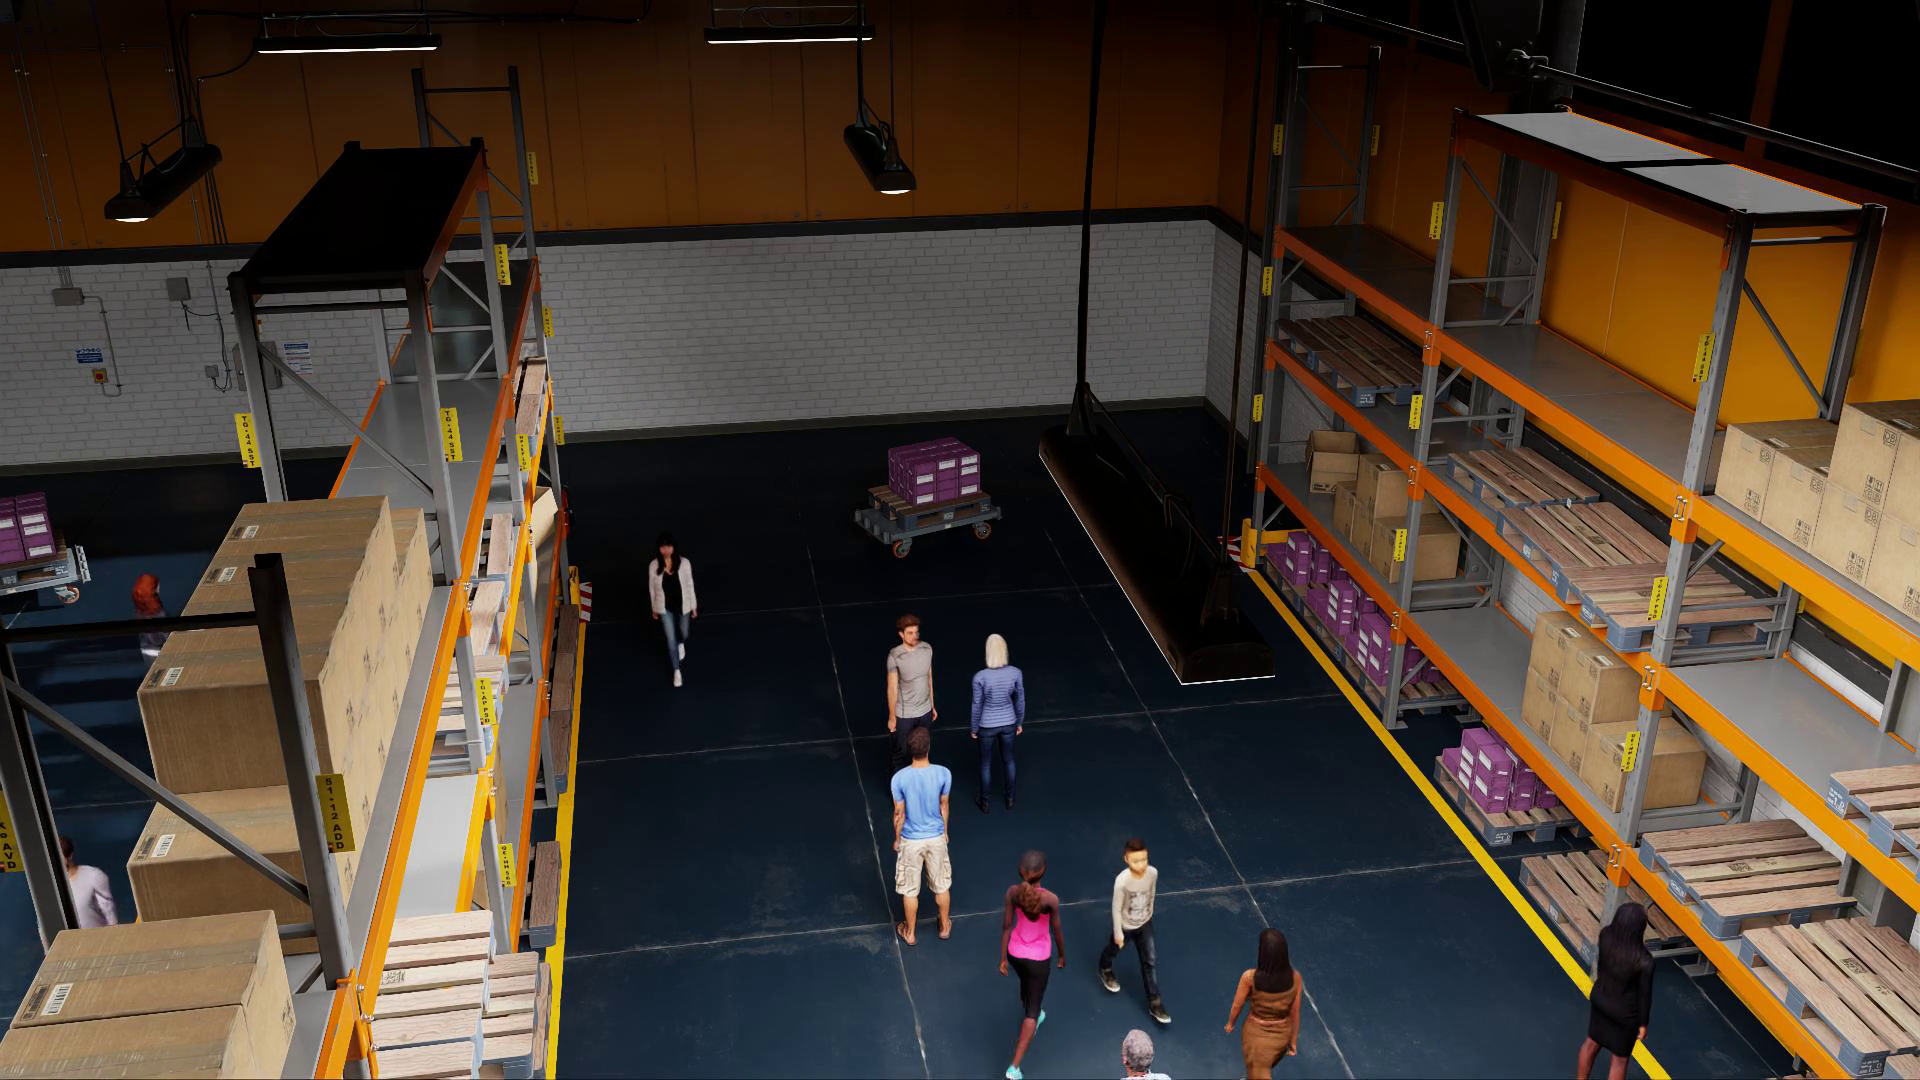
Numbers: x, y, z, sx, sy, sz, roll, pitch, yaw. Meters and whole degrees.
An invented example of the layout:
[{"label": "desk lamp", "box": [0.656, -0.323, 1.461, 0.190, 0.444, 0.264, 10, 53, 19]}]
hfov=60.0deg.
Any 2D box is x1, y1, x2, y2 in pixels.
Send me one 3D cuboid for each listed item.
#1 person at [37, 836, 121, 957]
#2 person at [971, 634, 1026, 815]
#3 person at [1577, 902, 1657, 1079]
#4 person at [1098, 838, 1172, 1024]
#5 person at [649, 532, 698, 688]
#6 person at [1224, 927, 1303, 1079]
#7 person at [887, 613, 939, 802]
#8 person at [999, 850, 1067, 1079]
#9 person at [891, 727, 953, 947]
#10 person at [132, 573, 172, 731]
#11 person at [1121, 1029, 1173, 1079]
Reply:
[{"label": "person", "box": [-6.212, 2.849, 11.885, 0.670, 1.832, 0.681, -4, 24, -9]}, {"label": "person", "box": [0.327, 1.625, 14.794, 0.662, 1.744, 0.552, -6, 24, -13]}, {"label": "person", "box": [4.431, 3.171, 11.283, 0.730, 1.724, 0.575, -11, 26, -24]}, {"label": "person", "box": [1.239, 2.834, 12.430, 0.753, 1.423, 1.066, -11, 26, -24]}, {"label": "person", "box": [-2.951, 0.656, 17.170, 0.642, 1.616, 0.980, -5, 24, -11]}, {"label": "person", "box": [2.036, 3.376, 10.932, 0.600, 1.630, 1.078, -3, 24, -8]}, {"label": "person", "box": [-0.436, 1.509, 14.873, 0.738, 1.894, 0.705, -15, 28, -31]}, {"label": "person", "box": [0.461, 3.009, 11.704, 0.990, 1.684, 1.177, 10, 26, 22]}, {"label": "person", "box": [-0.293, 2.326, 13.043, 0.663, 1.863, 0.573, -5, 24, -12]}, {"label": "person", "box": [-7.679, 1.167, 15.811, 0.762, 1.769, 0.822, 15, 28, 31]}, {"label": "person", "box": [1.075, 3.758, 9.833, 0.792, 1.811, 0.768, -12, 26, -26]}]
